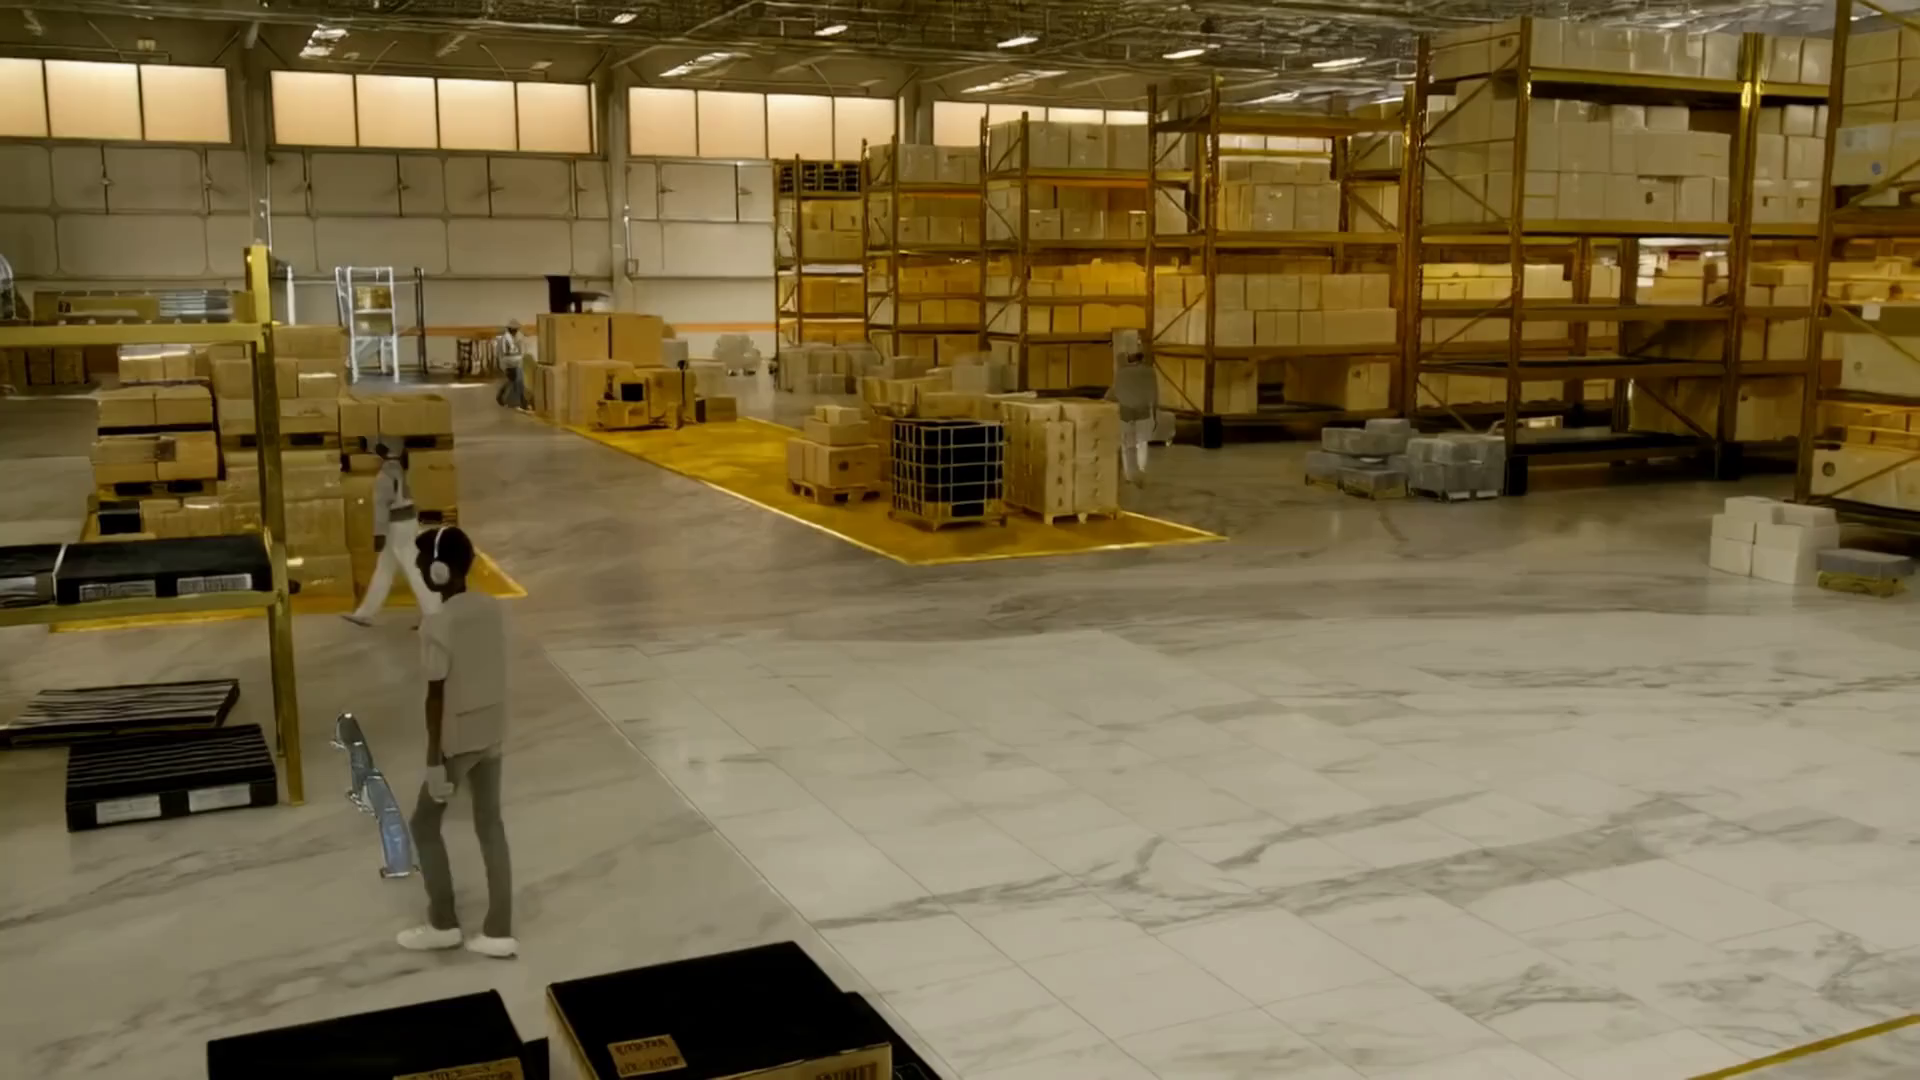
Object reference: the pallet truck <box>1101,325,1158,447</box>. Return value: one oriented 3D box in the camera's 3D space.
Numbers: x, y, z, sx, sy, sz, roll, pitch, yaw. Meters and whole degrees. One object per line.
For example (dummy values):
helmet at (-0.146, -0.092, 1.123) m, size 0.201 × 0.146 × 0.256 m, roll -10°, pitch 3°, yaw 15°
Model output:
pallet truck at (2.881, -2.596, 27.923) m, size 0.823 × 1.965 × 1.885 m, roll -1°, pitch 9°, yaw -7°

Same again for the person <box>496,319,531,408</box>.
person at (-9.600, -3.759, 35.496) m, size 0.925 × 1.902 × 0.571 m, roll 6°, pitch 11°, yaw 33°

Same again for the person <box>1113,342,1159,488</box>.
person at (2.351, -1.668, 22.273) m, size 0.622 × 1.968 × 0.903 m, roll 1°, pitch 9°, yaw 5°

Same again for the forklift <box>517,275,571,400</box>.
forklift at (-9.091, -4.635, 37.845) m, size 1.873 × 2.768 × 1.129 m, roll -4°, pitch 10°, yaw -25°

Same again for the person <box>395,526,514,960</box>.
person at (-2.121, 0.851, 7.004) m, size 0.581 × 1.851 × 0.546 m, roll 5°, pitch 11°, yaw 30°

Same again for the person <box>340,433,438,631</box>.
person at (-4.612, -0.055, 13.379) m, size 0.861 × 1.593 × 0.601 m, roll -2°, pitch 9°, yaw -13°
